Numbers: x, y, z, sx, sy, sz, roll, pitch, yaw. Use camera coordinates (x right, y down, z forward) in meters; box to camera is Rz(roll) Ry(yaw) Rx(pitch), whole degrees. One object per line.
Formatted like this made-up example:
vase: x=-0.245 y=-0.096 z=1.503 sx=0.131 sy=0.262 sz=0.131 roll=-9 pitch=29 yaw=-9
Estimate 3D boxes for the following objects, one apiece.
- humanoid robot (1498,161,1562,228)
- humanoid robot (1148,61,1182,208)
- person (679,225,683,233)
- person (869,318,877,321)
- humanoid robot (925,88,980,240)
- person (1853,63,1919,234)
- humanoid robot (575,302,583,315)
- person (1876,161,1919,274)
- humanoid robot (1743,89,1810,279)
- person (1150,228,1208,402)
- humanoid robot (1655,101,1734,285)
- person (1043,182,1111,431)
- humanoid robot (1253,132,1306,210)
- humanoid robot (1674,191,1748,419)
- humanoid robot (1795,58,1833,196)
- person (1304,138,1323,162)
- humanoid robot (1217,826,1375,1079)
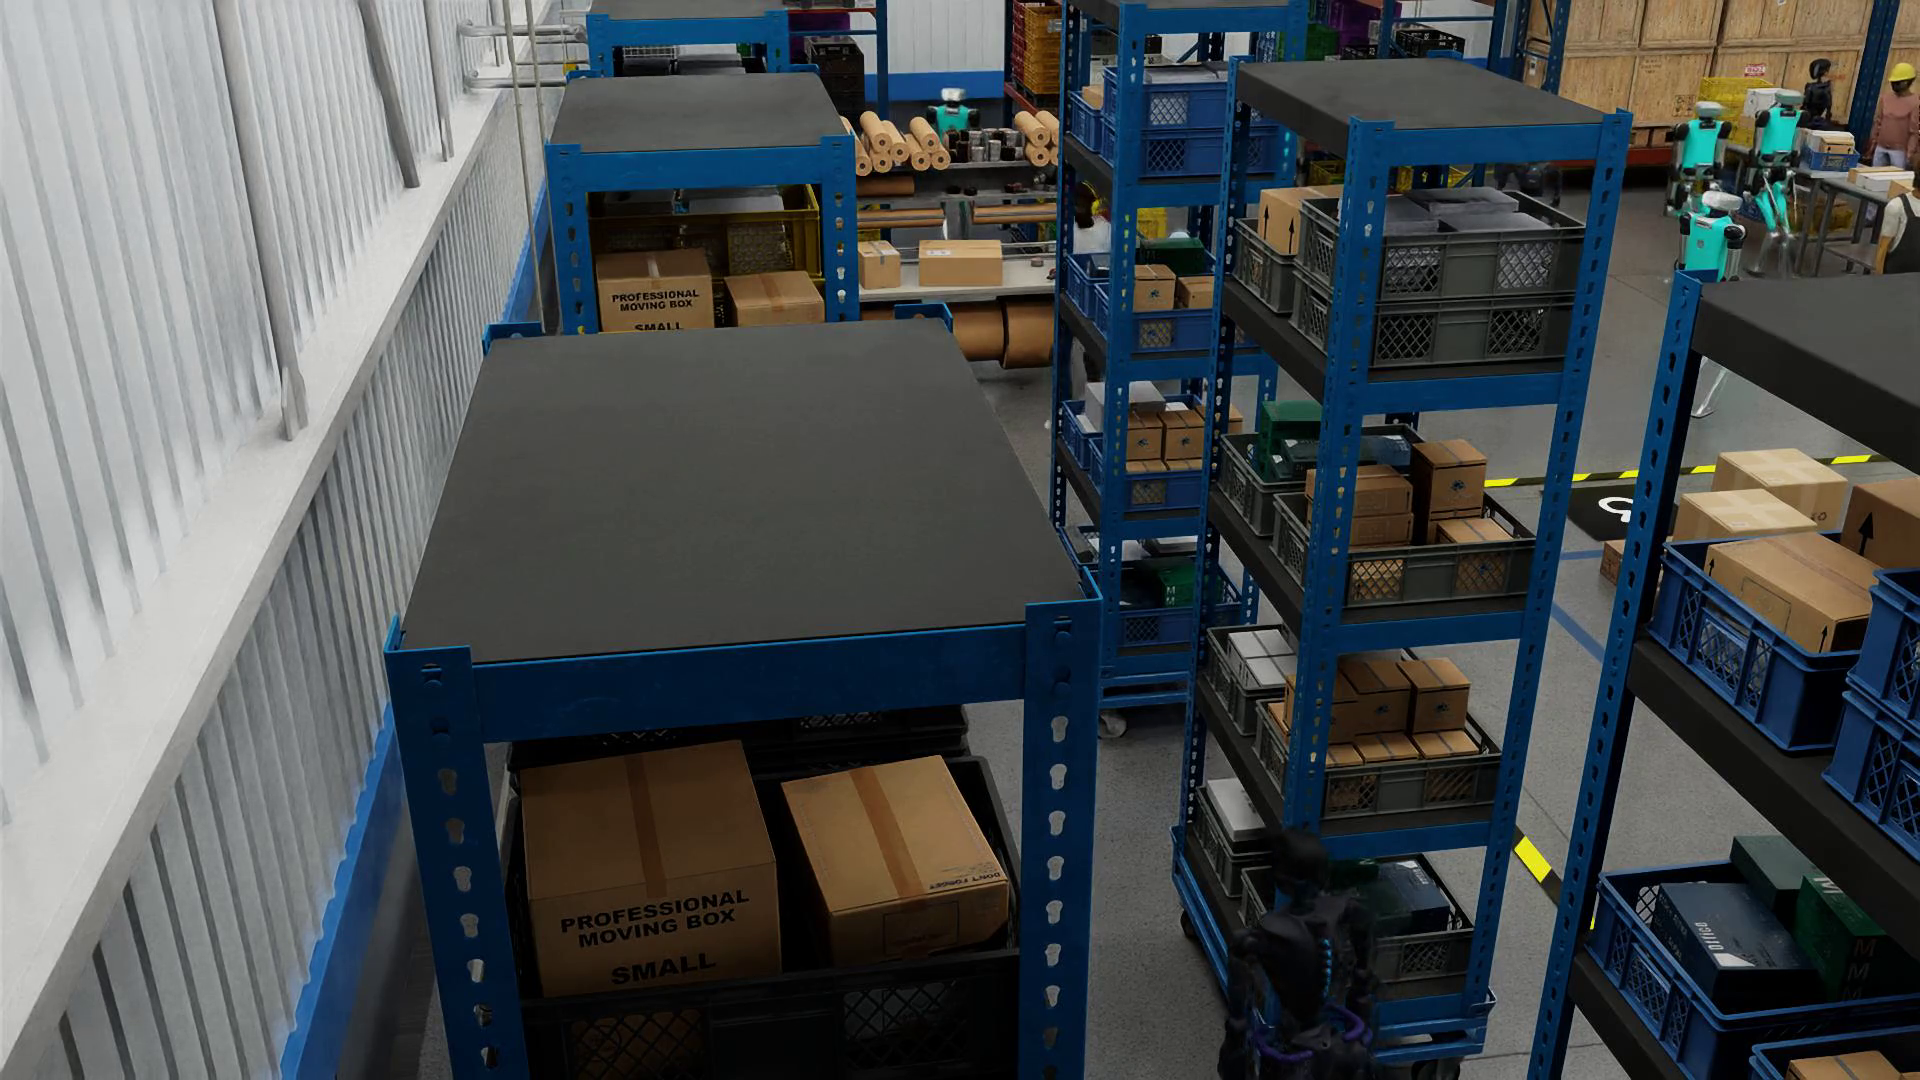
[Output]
humanoid robot: x=4.966 y=-2.777 z=14.648 sx=0.613 sy=1.638 sz=0.364 roll=5 pitch=25 yaw=11
humanoid robot: x=2.299 y=-4.432 z=18.209 sx=1.053 sy=1.746 sz=0.555 roll=-1 pitch=25 yaw=-1
person: x=-2.797 y=-3.439 z=15.904 sx=0.527 sy=1.831 sz=0.894 roll=-4 pitch=25 yaw=-8
person: x=-0.466 y=-0.305 z=9.091 sx=0.581 sy=1.825 sz=0.472 roll=-6 pitch=25 yaw=-12
humanoid robot: x=-0.053 y=-3.540 z=16.355 sx=0.549 sy=1.875 sz=0.822 roll=3 pitch=25 yaw=5
person: x=9.764 y=-4.106 z=17.450 sx=0.367 sy=1.753 sz=0.549 roll=-10 pitch=27 yaw=-21
humanoid robot: x=-2.281 y=-1.144 z=11.173 sx=0.614 sy=1.648 sz=0.742 roll=-11 pitch=27 yaw=-22
person: x=7.288 y=-2.042 z=12.866 sx=0.499 sy=1.840 sz=0.342 roll=-6 pitch=25 yaw=-13
humanoid robot: x=7.777 y=-3.255 z=15.745 sx=0.545 sy=1.897 sz=0.732 roll=-4 pitch=25 yaw=-9
person: x=1.393 y=-1.110 z=10.825 sx=0.588 sy=1.846 sz=0.406 roll=-3 pitch=25 yaw=-6
humanoid robot: x=6.881 y=-3.087 z=15.317 sx=0.531 sy=1.777 sz=0.985 roll=-3 pitch=25 yaw=-7
person: x=0.865 y=-1.643 z=11.986 sx=0.508 sy=1.852 sz=0.580 roll=14 pitch=28 yaw=28
humanoid robot: x=3.049 y=-3.387 z=15.960 sx=0.558 sy=1.763 sz=1.025 roll=7 pitch=26 yaw=14
humanoid robot: x=5.563 y=-1.736 z=12.155 sx=0.735 sy=1.677 sz=0.533 roll=-12 pitch=27 yaw=-24
humanoid robot: x=9.520 y=-4.497 z=18.431 sx=0.648 sy=1.625 sz=0.610 roll=-2 pitch=25 yaw=-4
person: x=3.892 y=-4.534 z=18.180 sx=0.392 sy=1.920 sz=0.587 roll=3 pitch=25 yaw=7
humanoid robot: x=1.078 y=1.654 z=5.105 sx=0.608 sy=1.642 sz=0.779 roll=-12 pitch=27 yaw=-25
